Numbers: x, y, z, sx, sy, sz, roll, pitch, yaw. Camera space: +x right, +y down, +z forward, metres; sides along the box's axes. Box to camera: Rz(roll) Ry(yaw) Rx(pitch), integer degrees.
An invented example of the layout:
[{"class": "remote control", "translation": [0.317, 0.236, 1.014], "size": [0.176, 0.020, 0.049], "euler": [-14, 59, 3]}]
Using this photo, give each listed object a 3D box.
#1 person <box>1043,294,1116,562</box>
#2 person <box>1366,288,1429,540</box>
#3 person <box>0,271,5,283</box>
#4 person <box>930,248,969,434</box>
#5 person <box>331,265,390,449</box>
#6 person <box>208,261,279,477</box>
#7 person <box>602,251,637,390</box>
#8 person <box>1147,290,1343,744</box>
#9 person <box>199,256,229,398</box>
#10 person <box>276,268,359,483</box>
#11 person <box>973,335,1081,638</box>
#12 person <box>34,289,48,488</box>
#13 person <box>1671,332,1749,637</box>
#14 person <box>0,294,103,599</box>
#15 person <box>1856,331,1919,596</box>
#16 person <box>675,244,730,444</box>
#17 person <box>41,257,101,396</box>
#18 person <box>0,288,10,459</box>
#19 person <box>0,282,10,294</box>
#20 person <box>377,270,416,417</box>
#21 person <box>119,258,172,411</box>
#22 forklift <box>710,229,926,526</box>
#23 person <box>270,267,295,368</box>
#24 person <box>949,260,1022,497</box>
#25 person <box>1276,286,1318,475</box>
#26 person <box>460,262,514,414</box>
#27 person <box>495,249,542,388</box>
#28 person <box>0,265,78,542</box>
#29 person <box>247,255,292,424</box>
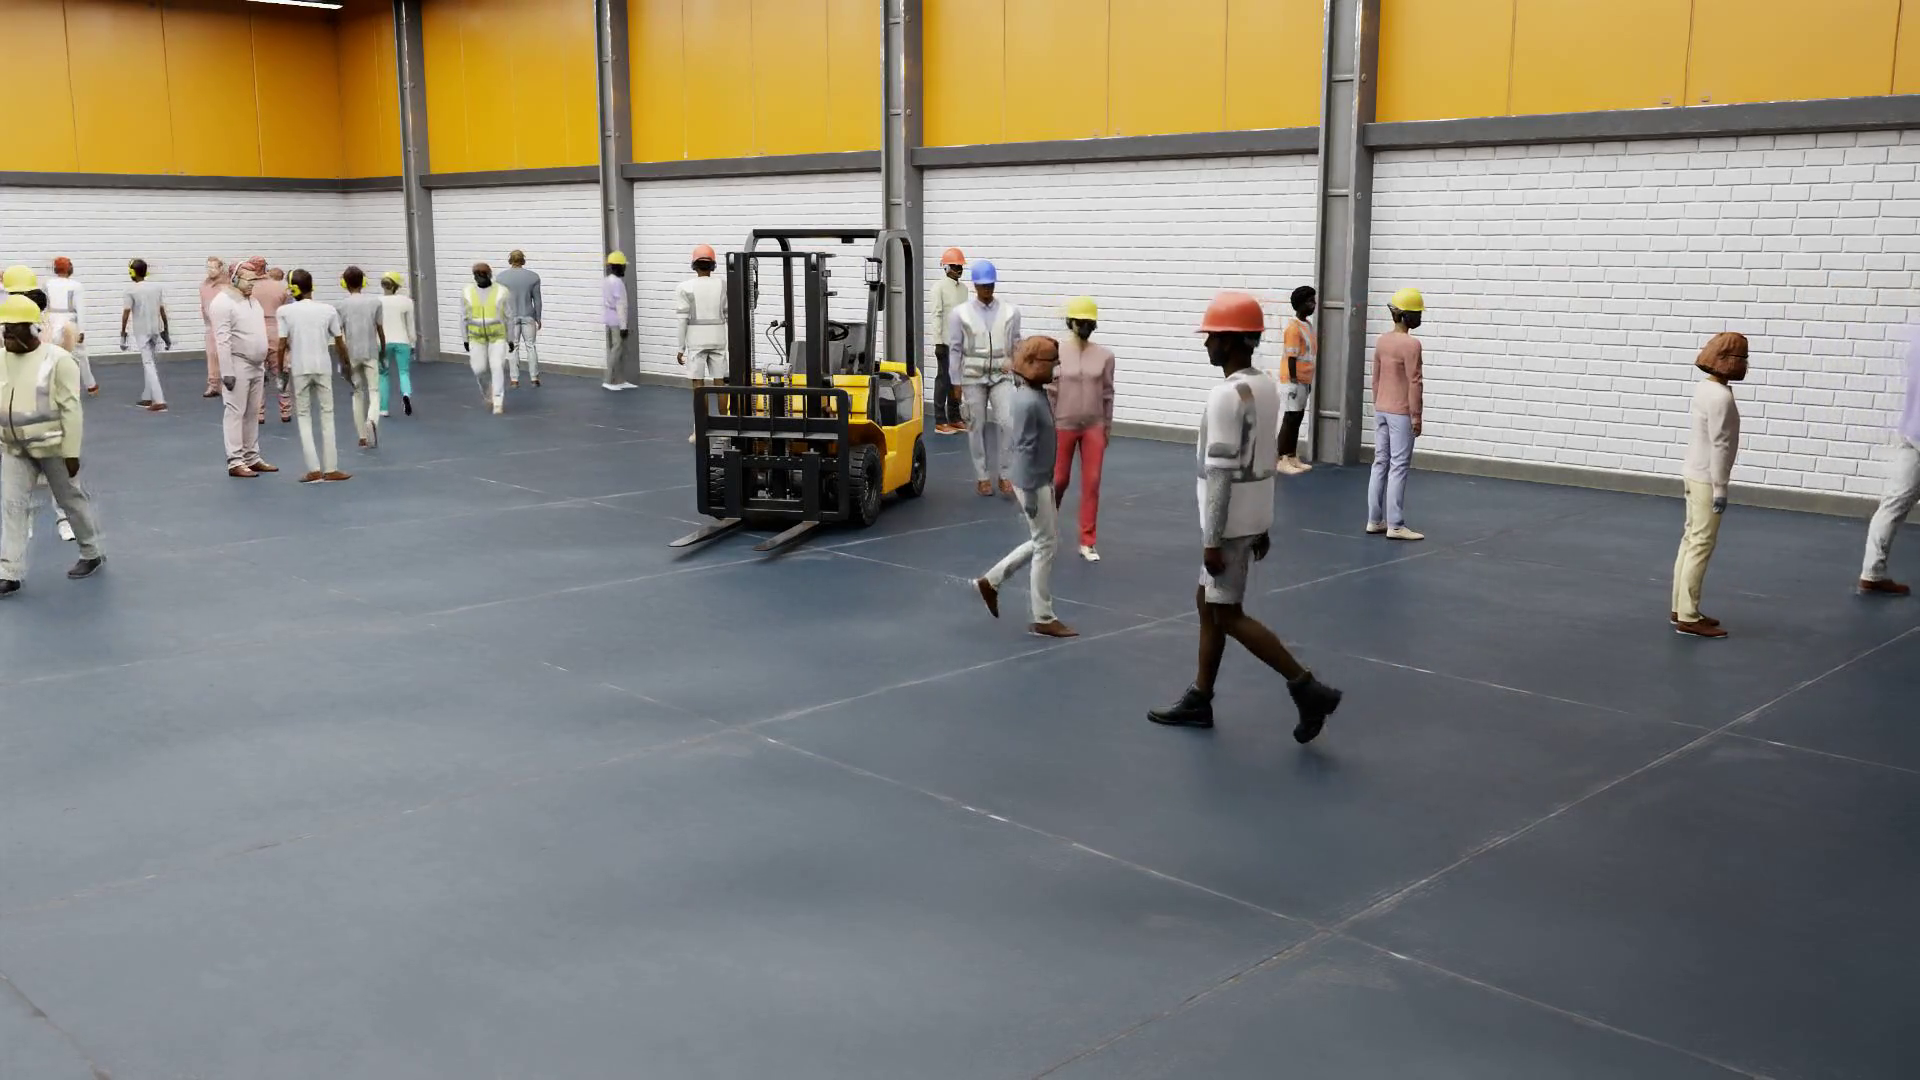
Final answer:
[{"class": "person", "translation": [0.770, -0.763, 11.083], "size": [0.535, 1.750, 0.643], "euler": [-2, 11, -12]}, {"class": "person", "translation": [3.106, -0.887, 11.730], "size": [0.325, 1.767, 0.533], "euler": [-3, 11, -17]}, {"class": "person", "translation": [-14.547, -3.348, 25.610], "size": [0.809, 1.600, 0.512], "euler": [4, 11, 23]}, {"class": "person", "translation": [-0.084, -2.148, 17.981], "size": [0.381, 1.994, 0.622], "euler": [7, 12, 33]}, {"class": "person", "translation": [-5.956, -1.811, 16.563], "size": [0.517, 1.843, 0.754], "euler": [-3, 11, -17]}, {"class": "person", "translation": [-6.356, -1.518, 14.806], "size": [0.400, 1.903, 0.643], "euler": [1, 10, 7]}, {"class": "person", "translation": [-4.741, -3.034, 23.053], "size": [0.401, 1.939, 0.591], "euler": [-4, 11, -19]}, {"class": "person", "translation": [1.213, -0.083, 6.963], "size": [0.831, 1.915, 0.548], "euler": [6, 12, 30]}, {"class": "person", "translation": [-9.836, -2.867, 22.270], "size": [0.644, 1.865, 0.994], "euler": [1, 10, 8]}, {"class": "person", "translation": [-5.567, -1.412, 14.387], "size": [0.625, 1.851, 0.402], "euler": [-5, 11, -23]}, {"class": "person", "translation": [0.365, -0.286, 8.859], "size": [0.528, 1.617, 0.521], "euler": [2, 11, 9]}, {"class": "person", "translation": [-7.812, -1.293, 14.136], "size": [0.318, 1.697, 0.535], "euler": [5, 12, 27]}, {"class": "person", "translation": [4.018, -0.297, 8.903], "size": [0.278, 1.624, 0.495], "euler": [2, 11, 12]}, {"class": "person", "translation": [-5.571, -0.586, 10.046], "size": [0.607, 1.788, 0.915], "euler": [1, 10, 6]}, {"class": "person", "translation": [5.807, -0.579, 9.723], "size": [0.991, 1.884, 0.633], "euler": [0, 10, -1]}, {"class": "person", "translation": [-2.606, -1.999, 17.040], "size": [0.614, 2.041, 0.390], "euler": [-4, 11, -21]}, {"class": "person", "translation": [-11.699, -2.777, 21.834], "size": [0.594, 1.837, 0.973], "euler": [0, 10, -2]}, {"class": "person", "translation": [-9.052, -1.667, 15.676], "size": [0.822, 1.881, 0.633], "euler": [3, 11, 15]}, {"class": "person", "translation": [-10.140, -2.036, 17.287], "size": [0.423, 2.041, 0.619], "euler": [8, 13, 38]}, {"class": "person", "translation": [-6.622, -2.286, 19.436], "size": [0.544, 1.733, 0.643], "euler": [-4, 11, -22]}, {"class": "person", "translation": [-9.990, -2.489, 20.249], "size": [0.797, 1.841, 0.564], "euler": [5, 12, 27]}, {"class": "forklift", "translation": [-1.050, -1.319, 12.920], "size": [1.214, 2.155, 2.313], "euler": [2, 11, 13]}, {"class": "person", "translation": [-10.863, -3.525, 26.499], "size": [0.534, 1.622, 0.611], "euler": [0, 10, -1]}, {"class": "person", "translation": [0.235, -1.287, 13.477], "size": [0.626, 1.920, 0.652], "euler": [-2, 11, -9]}, {"class": "person", "translation": [3.022, -1.428, 14.890], "size": [0.322, 1.689, 0.530], "euler": [5, 11, 24]}, {"class": "person", "translation": [-5.679, -2.434, 20.035], "size": [0.642, 1.825, 0.543], "euler": [-1, 10, -7]}, {"class": "person", "translation": [-6.188, -3.108, 23.368], "size": [0.629, 1.940, 0.379], "euler": [-3, 11, -15]}, {"class": "person", "translation": [-6.433, -0.935, 11.553], "size": [0.592, 1.926, 0.366], "euler": [-6, 12, -28]}, {"class": "person", "translation": [-7.918, -2.271, 18.889], "size": [0.639, 1.911, 0.402], "euler": [-7, 13, -35]}]
